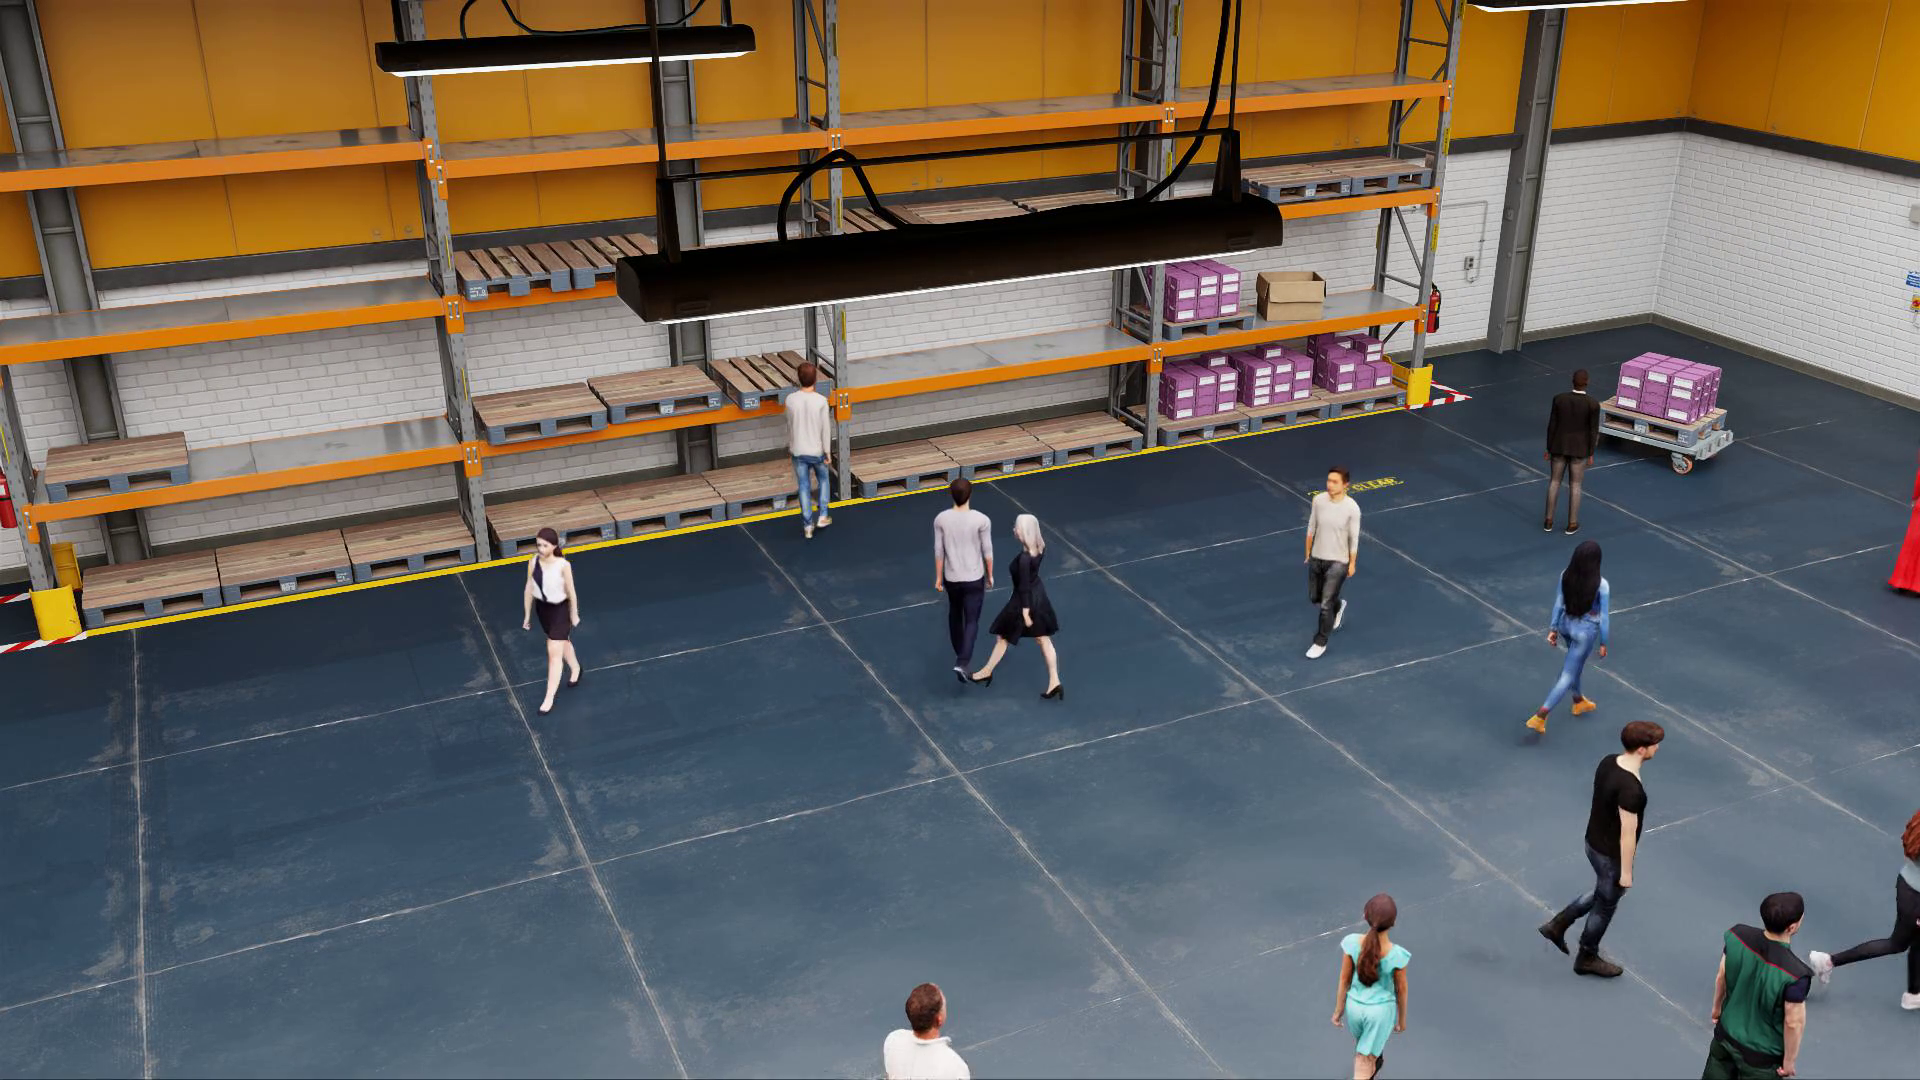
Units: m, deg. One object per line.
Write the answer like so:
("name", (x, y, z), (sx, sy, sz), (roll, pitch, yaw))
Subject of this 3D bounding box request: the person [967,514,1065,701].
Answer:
("person", (0.651, 0.598, 14.190), (1.131, 1.706, 1.116), (10, 26, 22))

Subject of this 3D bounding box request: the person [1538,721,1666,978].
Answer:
("person", (4.099, 2.005, 10.753), (0.949, 1.880, 0.874), (3, 24, 6))

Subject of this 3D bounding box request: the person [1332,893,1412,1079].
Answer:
("person", (2.322, 2.746, 9.509), (0.945, 1.520, 1.133), (13, 27, 28))

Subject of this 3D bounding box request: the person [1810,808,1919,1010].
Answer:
("person", (5.913, 2.238, 10.435), (1.174, 1.708, 1.075), (6, 24, 14))

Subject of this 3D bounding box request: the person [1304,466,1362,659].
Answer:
("person", (3.404, 0.152, 15.101), (0.910, 1.793, 1.087), (18, 29, 35))

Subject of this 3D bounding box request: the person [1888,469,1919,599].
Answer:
("person", (9.449, -0.294, 16.134), (0.709, 1.783, 0.701), (-20, 31, -38))

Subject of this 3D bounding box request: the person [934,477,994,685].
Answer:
("person", (0.013, 0.362, 14.590), (1.152, 1.818, 1.161), (6, 24, 13))

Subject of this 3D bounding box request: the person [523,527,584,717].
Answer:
("person", (-3.437, 0.634, 14.239), (1.060, 1.600, 1.079), (7, 24, 15))

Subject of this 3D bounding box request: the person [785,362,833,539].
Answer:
("person", (-1.597, -0.904, 17.395), (0.796, 1.892, 0.868), (2, 24, 5))

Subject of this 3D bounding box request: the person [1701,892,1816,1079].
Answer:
("person", (4.318, 2.726, 9.081), (0.544, 1.899, 0.668), (-11, 26, -23))

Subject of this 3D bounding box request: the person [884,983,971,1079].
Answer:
("person", (-0.236, 3.074, 8.358), (0.881, 1.840, 1.010), (18, 29, 35))

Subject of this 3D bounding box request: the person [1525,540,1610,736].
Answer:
("person", (5.025, 0.842, 13.678), (1.234, 1.669, 0.745), (-15, 28, -31))

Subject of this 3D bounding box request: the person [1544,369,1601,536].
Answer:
("person", (6.458, -0.943, 17.599), (0.740, 1.799, 0.758), (13, 27, 27))
